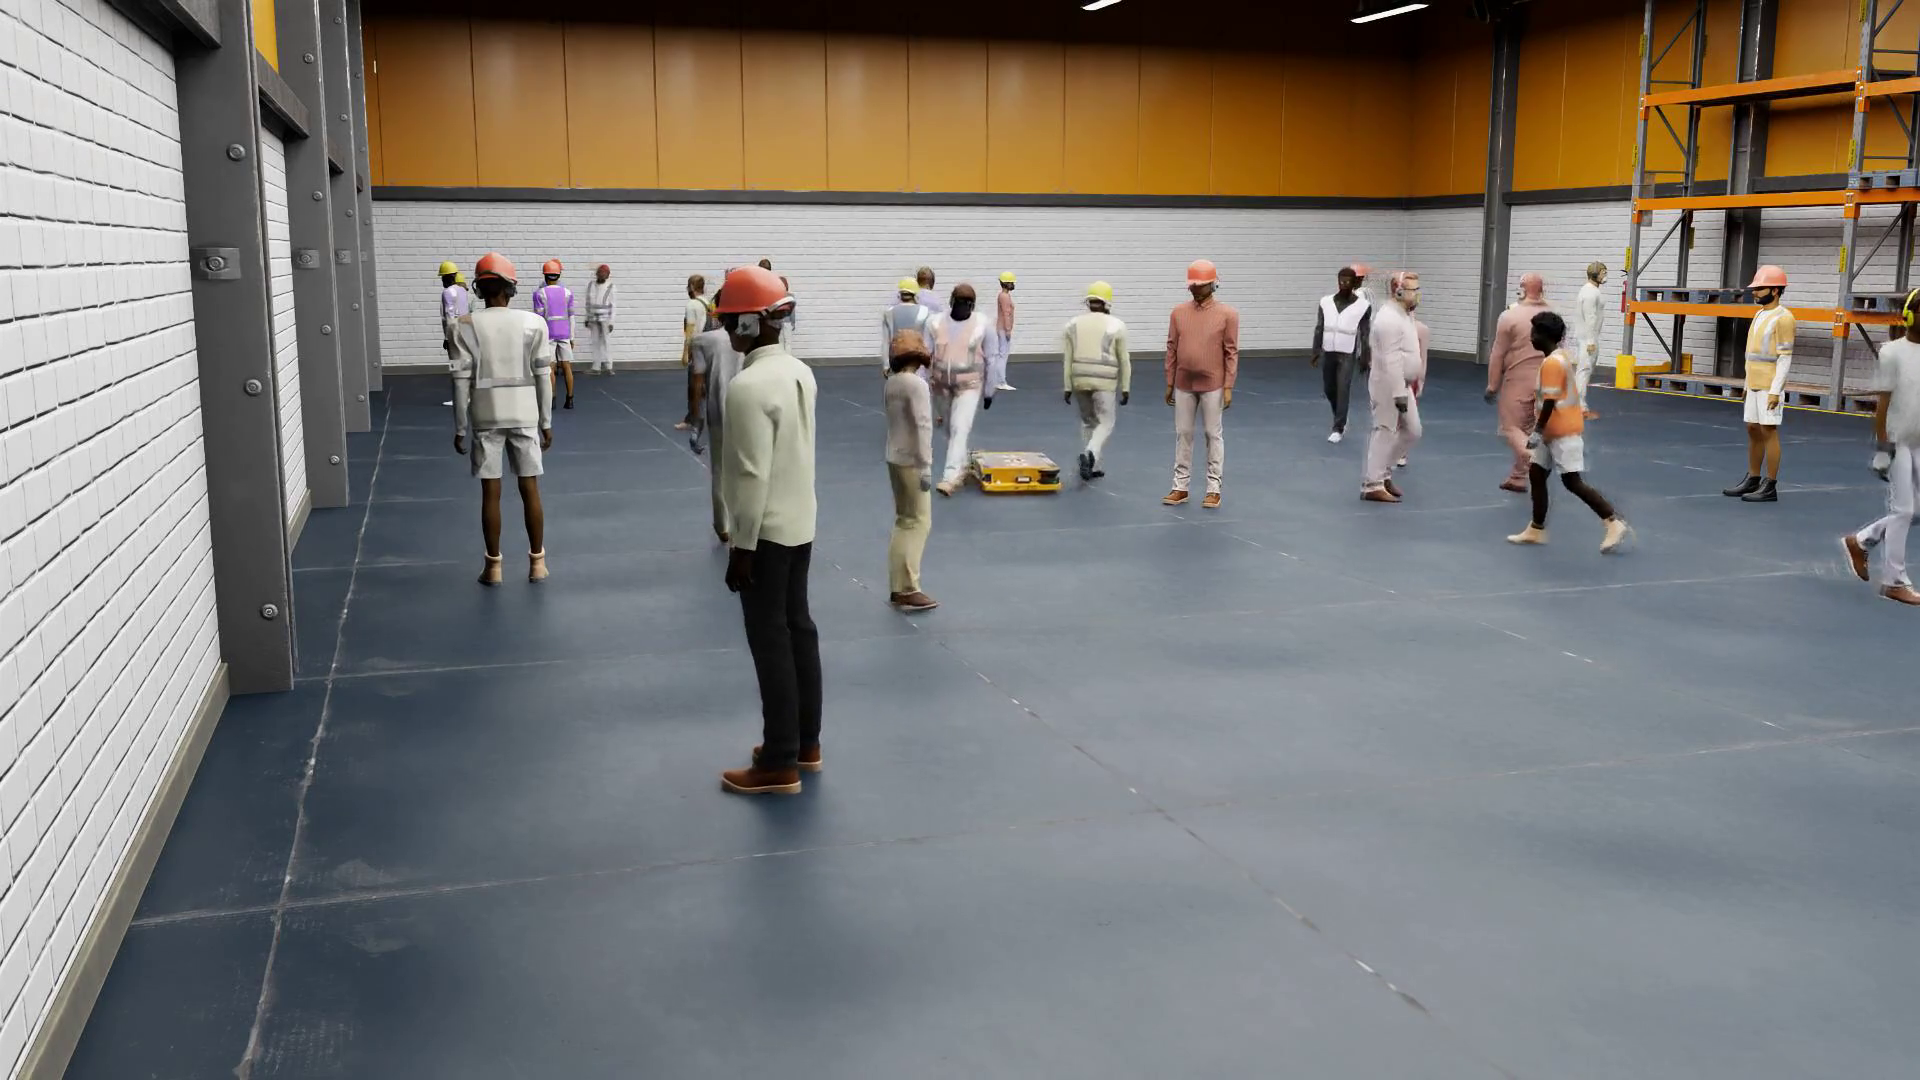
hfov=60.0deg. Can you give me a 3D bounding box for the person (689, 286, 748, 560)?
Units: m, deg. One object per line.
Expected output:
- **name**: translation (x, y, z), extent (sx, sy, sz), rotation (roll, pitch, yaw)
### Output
- **person**: translation (-1.547, -0.796, 11.210), extent (0.556, 1.821, 0.979), rotation (-2, 10, -9)

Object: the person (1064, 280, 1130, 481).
- **person**: translation (1.176, -1.385, 14.708), extent (0.601, 1.809, 0.707), rotation (5, 11, 28)

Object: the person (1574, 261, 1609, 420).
- **person**: translation (7.748, -2.454, 20.484), extent (0.354, 1.937, 0.635), rotation (3, 10, 17)

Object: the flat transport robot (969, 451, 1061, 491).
- **flat transport robot**: translation (0.468, -0.617, 14.672), extent (0.652, 0.197, 1.431), rotation (-1, 10, -5)

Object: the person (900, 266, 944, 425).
- **person**: translation (-0.437, -2.236, 19.409), extent (0.648, 1.889, 1.049), rotation (7, 12, 34)

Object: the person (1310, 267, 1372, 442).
- **person**: translation (4.200, -2.049, 18.280), extent (0.605, 1.892, 0.874), rotation (7, 12, 36)

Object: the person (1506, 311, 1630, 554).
- **person**: translation (4.219, -0.744, 11.412), extent (0.760, 1.653, 0.549), rotation (3, 10, 17)

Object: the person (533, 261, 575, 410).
- **person**: translation (-5.297, -2.663, 21.698), extent (0.545, 1.939, 0.374), rotation (-6, 11, -31)

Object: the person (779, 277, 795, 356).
- **person**: translation (-3.108, -3.768, 29.009), extent (0.497, 1.627, 0.288), rotation (2, 10, 12)

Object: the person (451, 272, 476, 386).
- **person**: translation (-7.623, -3.206, 25.404), extent (0.320, 1.742, 0.492), rotation (9, 13, 42)

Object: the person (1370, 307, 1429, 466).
- **person**: translation (4.126, -1.524, 15.656), extent (0.521, 1.740, 0.782), rotation (2, 10, 13)

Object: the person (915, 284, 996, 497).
- **person**: translation (-0.038, -1.281, 14.175), extent (0.639, 1.783, 1.007), rotation (4, 11, 21)

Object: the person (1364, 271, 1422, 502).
- **person**: translation (3.558, -1.242, 13.625), extent (0.449, 1.895, 0.653), rotation (5, 11, 28)

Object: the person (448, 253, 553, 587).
- **person**: translation (-2.812, -0.730, 10.227), extent (0.605, 2.036, 0.393), rotation (-4, 10, -21)

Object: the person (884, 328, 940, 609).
- **person**: translation (-0.277, -0.413, 9.641), extent (0.295, 1.611, 0.617), rotation (-4, 11, -24)

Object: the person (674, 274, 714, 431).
- **person**: translation (-2.927, -2.135, 19.032), extent (0.714, 1.805, 0.567), rotation (3, 10, 18)

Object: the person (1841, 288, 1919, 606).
- **person**: translation (5.507, -0.561, 9.778), extent (0.516, 1.855, 0.602), rotation (-4, 11, -23)

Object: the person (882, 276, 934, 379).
- **person**: translation (-0.555, -1.936, 17.912), extent (0.592, 1.806, 0.881), rotation (4, 10, 20)

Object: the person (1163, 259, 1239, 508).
- **person**: translation (1.928, -1.257, 13.403), extent (0.609, 1.991, 0.384), rotation (5, 11, 29)

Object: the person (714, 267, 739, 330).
- **person**: translation (-2.576, -2.249, 19.497), extent (0.860, 1.883, 0.392), rotation (-8, 13, -39)

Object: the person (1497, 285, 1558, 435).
- **person**: translation (6.141, -1.940, 17.983), extent (0.617, 1.788, 1.007), rotation (-3, 10, -18)

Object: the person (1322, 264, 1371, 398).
- **person**: translation (5.601, -2.890, 23.143), extent (0.946, 1.904, 0.551), rotation (2, 10, 12)

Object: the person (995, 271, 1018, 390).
- **person**: translation (0.696, -3.117, 24.826), extent (0.323, 1.767, 0.533), rotation (-1, 10, -6)

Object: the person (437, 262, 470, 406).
- **person**: translation (-6.793, -2.760, 22.299), extent (0.380, 1.922, 0.593), rotation (1, 10, 6)

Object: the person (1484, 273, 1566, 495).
- **person**: translation (4.780, -1.296, 13.949), extent (0.645, 1.881, 0.727), rotation (-4, 10, -21)

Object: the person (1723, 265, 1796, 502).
- **person**: translation (6.610, -1.282, 13.702), extent (0.356, 1.939, 0.543), rotation (0, 10, -2)

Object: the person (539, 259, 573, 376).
- **person**: translation (-6.725, -3.685, 27.612), extent (0.547, 1.938, 0.378), rotation (7, 12, 33)

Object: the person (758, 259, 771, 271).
- **person**: translation (-3.370, -3.899, 28.852), extent (0.627, 1.940, 0.372), rotation (3, 10, 14)

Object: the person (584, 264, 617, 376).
- **person**: translation (-6.034, -3.654, 27.718), extent (0.738, 1.857, 0.351), rotation (4, 11, 23)

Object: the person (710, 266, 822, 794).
- **person**: translation (-0.738, -0.034, 6.322), extent (0.402, 1.990, 0.622), rotation (3, 10, 16)
